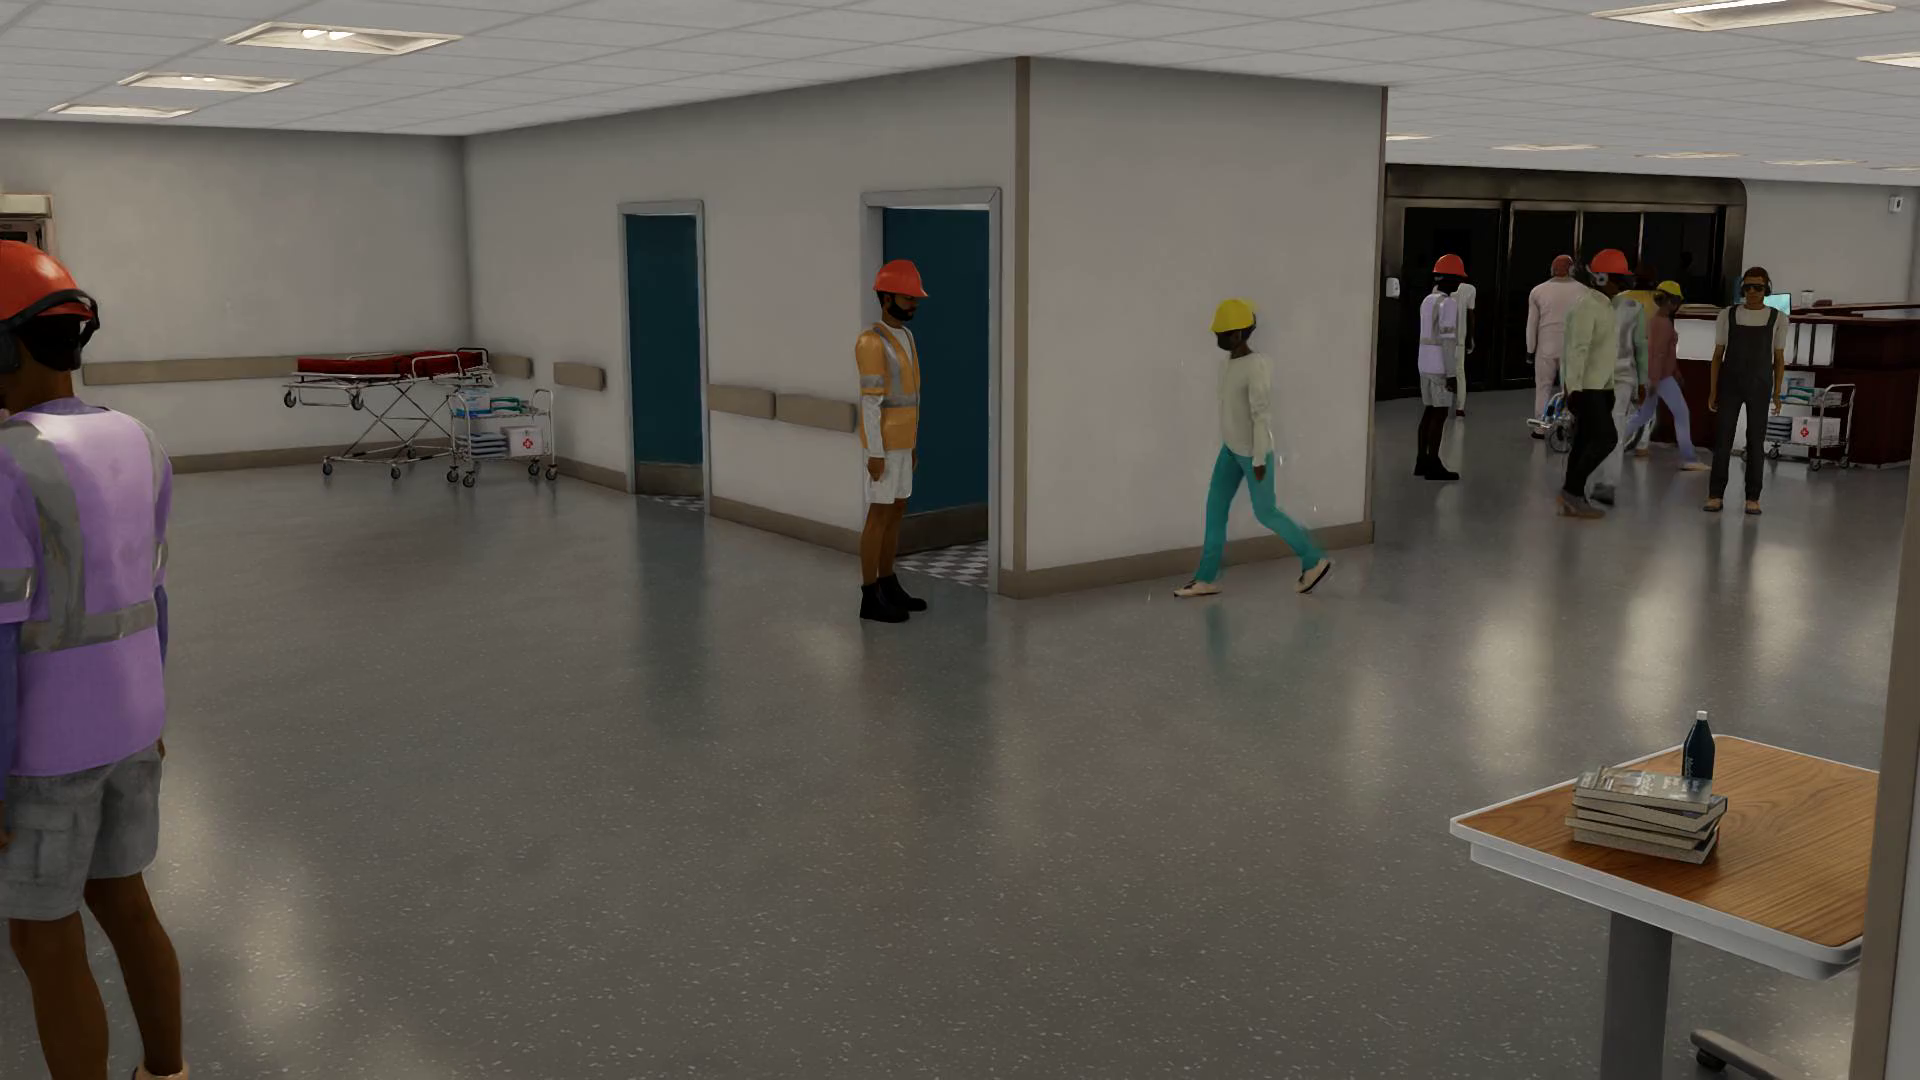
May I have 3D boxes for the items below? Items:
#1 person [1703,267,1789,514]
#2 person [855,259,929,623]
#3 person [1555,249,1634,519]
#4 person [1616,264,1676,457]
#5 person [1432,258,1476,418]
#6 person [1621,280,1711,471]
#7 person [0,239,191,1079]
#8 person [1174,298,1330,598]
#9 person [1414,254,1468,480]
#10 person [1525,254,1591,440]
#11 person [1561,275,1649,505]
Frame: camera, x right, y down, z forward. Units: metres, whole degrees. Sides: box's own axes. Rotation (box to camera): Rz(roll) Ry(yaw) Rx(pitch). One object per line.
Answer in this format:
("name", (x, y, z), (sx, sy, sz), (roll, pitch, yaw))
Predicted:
("person", (5.889, -1.114, 12.463), (0.505, 1.847, 0.344), (5, 11, 27))
("person", (-0.345, -0.532, 8.958), (0.377, 1.932, 0.552), (4, 11, 19))
("person", (4.628, -1.118, 12.111), (0.440, 1.975, 0.648), (6, 12, 31))
("person", (6.441, -1.692, 15.790), (0.650, 1.830, 0.433), (7, 12, 35))
("person", (5.709, -2.352, 19.319), (0.531, 1.875, 0.316), (1, 10, 6))
("person", (6.272, -1.474, 14.911), (0.915, 1.698, 0.513), (2, 10, 9))
("person", (-1.887, 0.399, 3.490), (0.410, 2.029, 0.619), (1, 10, 5))
("person", (1.689, -0.520, 9.499), (0.852, 1.721, 0.563), (-3, 11, -18))
("person", (4.140, -1.479, 14.296), (0.390, 1.928, 0.550), (-1, 10, -6))
("person", (6.180, -1.986, 17.188), (0.646, 1.904, 0.401), (3, 10, 15))
("person", (4.969, -1.222, 12.892), (0.616, 1.903, 0.869), (6, 12, 32))
